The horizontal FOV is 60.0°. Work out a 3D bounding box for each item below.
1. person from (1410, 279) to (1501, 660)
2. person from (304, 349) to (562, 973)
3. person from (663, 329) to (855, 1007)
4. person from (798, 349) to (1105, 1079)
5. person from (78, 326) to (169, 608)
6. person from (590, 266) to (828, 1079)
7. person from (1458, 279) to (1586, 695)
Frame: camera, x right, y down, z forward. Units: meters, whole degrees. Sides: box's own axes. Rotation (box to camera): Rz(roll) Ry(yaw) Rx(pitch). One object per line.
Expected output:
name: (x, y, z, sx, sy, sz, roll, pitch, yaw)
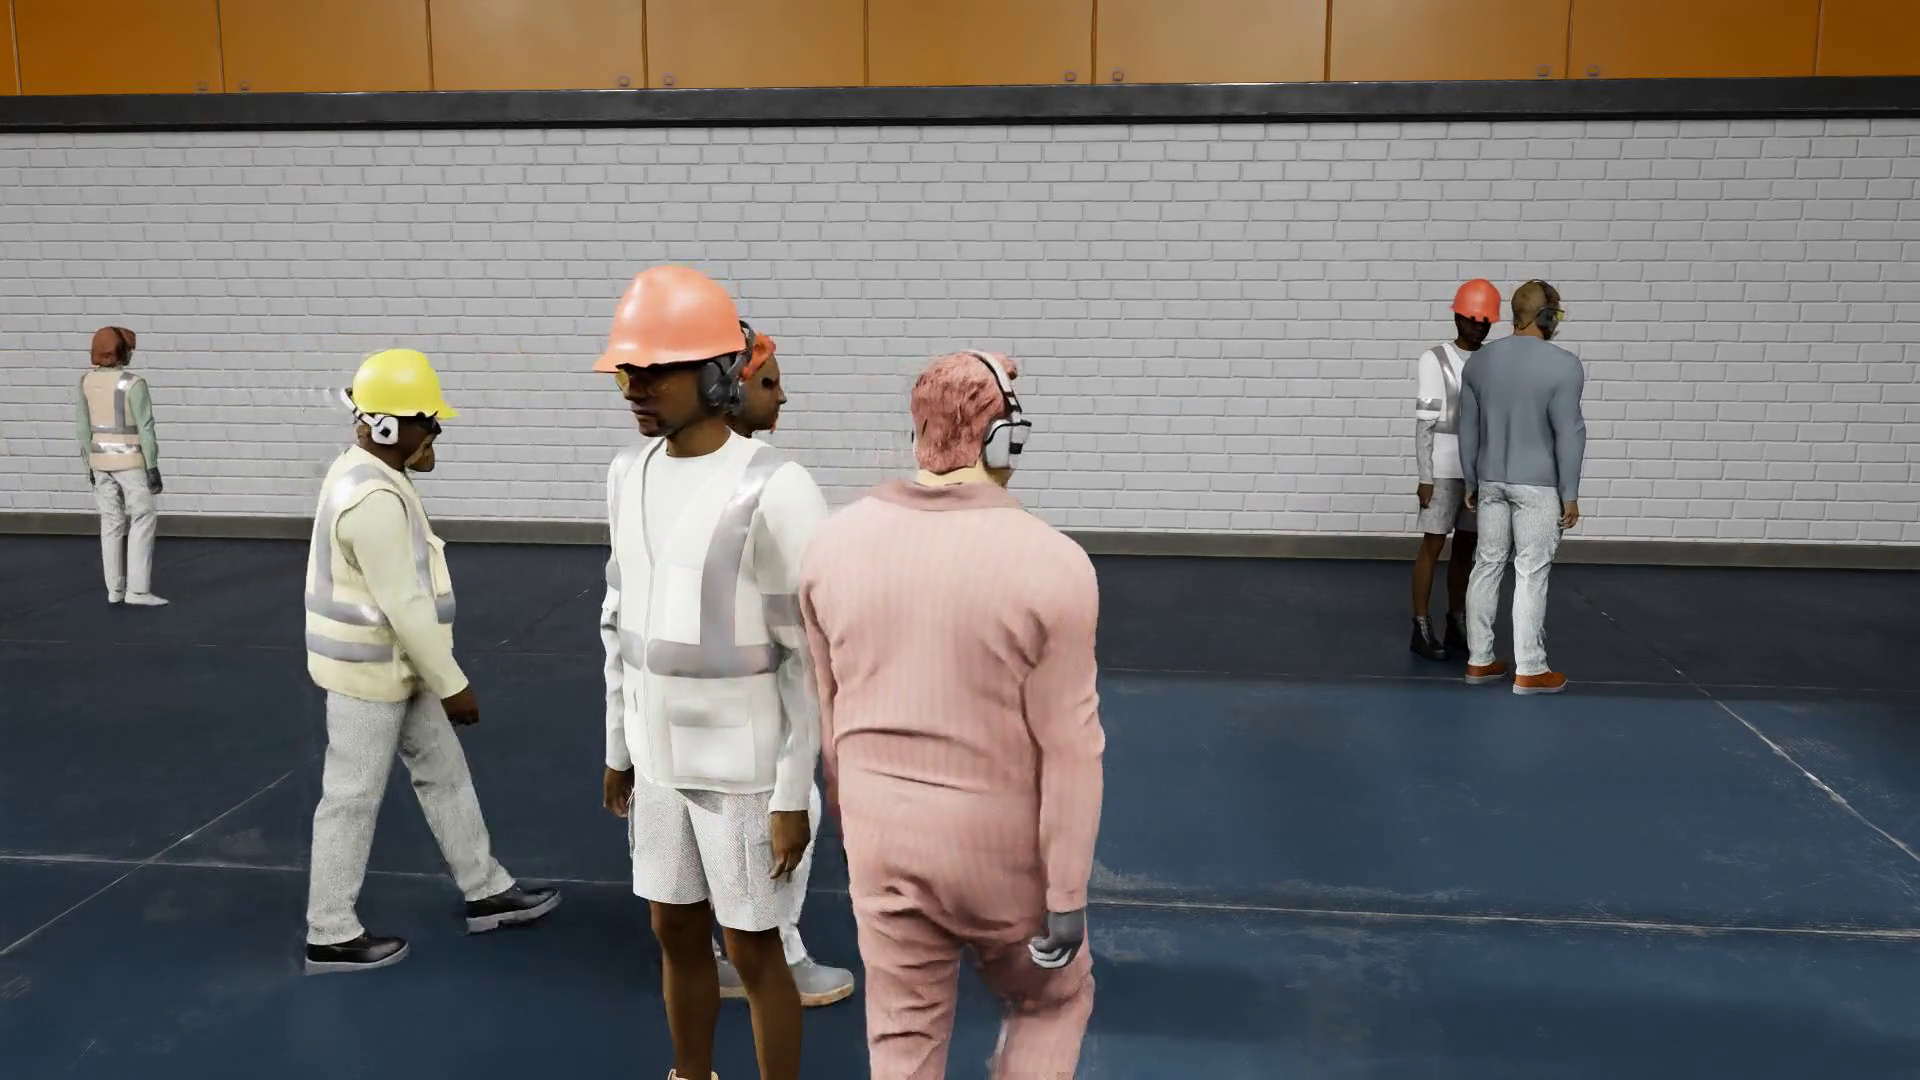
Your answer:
person: (2.561, -0.354, 8.460, 0.547, 1.928, 0.385, -4, 11, -24)
person: (-1.537, 0.355, 4.781, 0.834, 1.792, 0.594, -3, 10, -17)
person: (-0.531, 0.362, 4.530, 0.676, 1.862, 0.614, -2, 10, -9)
person: (0.005, 0.579, 3.243, 0.645, 1.891, 0.432, 5, 11, 26)
person: (-4.881, -0.412, 9.665, 0.556, 1.638, 0.312, 4, 11, 21)
person: (-0.557, 0.458, 3.492, 0.615, 2.039, 0.391, 8, 13, 39)
person: (2.631, -0.248, 7.826, 0.351, 1.936, 0.634, -7, 12, -36)
